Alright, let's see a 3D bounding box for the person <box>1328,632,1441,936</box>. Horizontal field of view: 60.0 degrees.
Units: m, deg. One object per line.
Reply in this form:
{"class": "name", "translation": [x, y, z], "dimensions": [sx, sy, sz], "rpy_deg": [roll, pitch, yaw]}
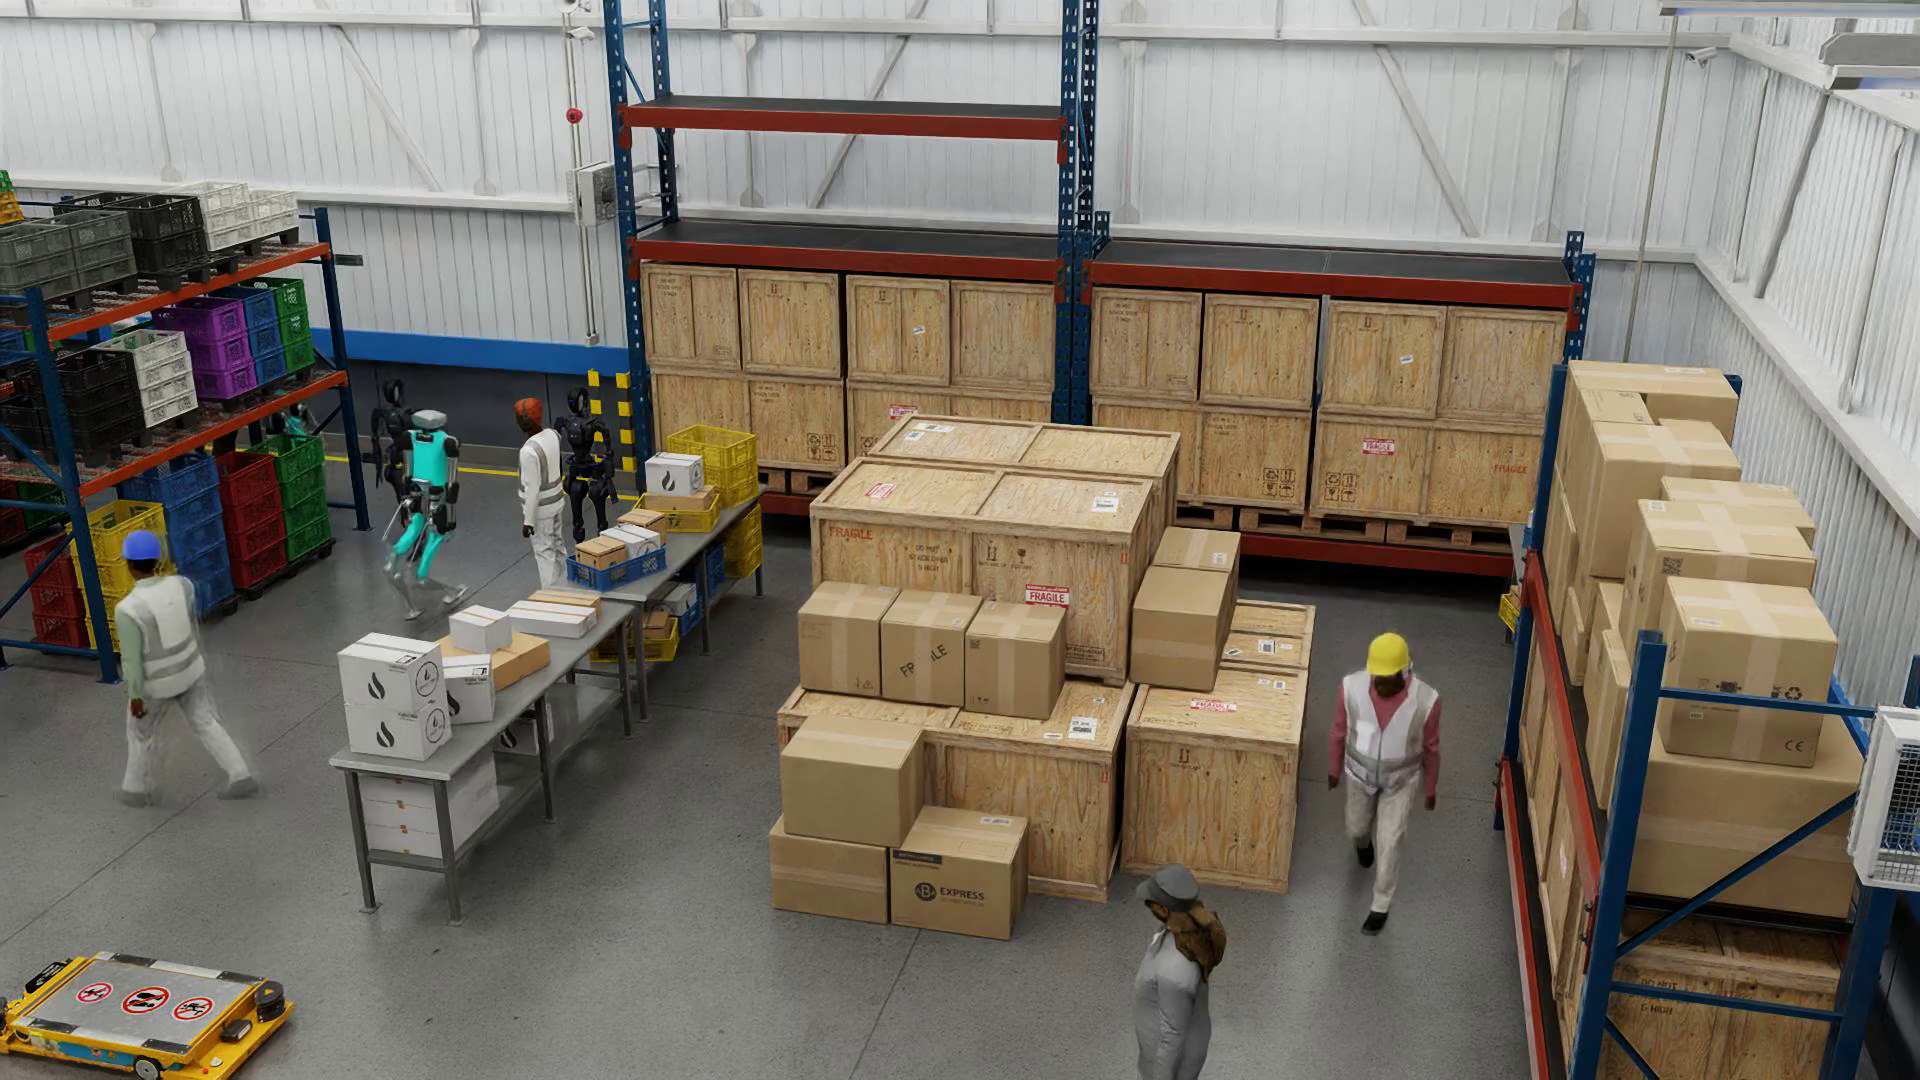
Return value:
{"class": "person", "translation": [2.421, 1.297, 9.514], "dimensions": [0.623, 1.797, 0.731], "rpy_deg": [9, 23, 22]}

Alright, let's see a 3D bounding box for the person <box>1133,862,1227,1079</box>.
{"class": "person", "translation": [0.925, 2.189, 7.220], "dimensions": [0.403, 1.763, 0.571], "rpy_deg": [5, 22, 13]}

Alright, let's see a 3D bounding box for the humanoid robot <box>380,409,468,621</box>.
{"class": "humanoid robot", "translation": [-4.339, -0.126, 13.299], "dimensions": [0.544, 1.726, 0.933], "rpy_deg": [8, 22, 19]}

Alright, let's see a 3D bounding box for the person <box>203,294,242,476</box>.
{"class": "person", "translation": [-7.174, -1.400, 16.229], "dimensions": [0.389, 2.039, 0.610], "rpy_deg": [0, 21, 1]}

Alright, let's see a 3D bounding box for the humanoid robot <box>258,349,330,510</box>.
{"class": "humanoid robot", "translation": [-6.263, -1.069, 15.880], "dimensions": [0.712, 1.857, 0.530], "rpy_deg": [7, 22, 17]}

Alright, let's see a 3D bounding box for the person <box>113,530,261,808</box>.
{"class": "person", "translation": [-5.058, 0.840, 10.594], "dimensions": [0.935, 1.886, 0.627], "rpy_deg": [7, 22, 19]}

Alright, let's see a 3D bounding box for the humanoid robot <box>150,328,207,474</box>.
{"class": "humanoid robot", "translation": [-7.741, -1.310, 16.516], "dimensions": [0.442, 1.625, 0.600], "rpy_deg": [17, 27, 38]}

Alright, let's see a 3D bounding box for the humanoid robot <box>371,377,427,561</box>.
{"class": "humanoid robot", "translation": [-4.947, -0.683, 14.920], "dimensions": [0.614, 1.641, 0.736], "rpy_deg": [2, 21, 5]}

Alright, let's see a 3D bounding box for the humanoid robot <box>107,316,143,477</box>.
{"class": "humanoid robot", "translation": [-8.339, -1.273, 16.444], "dimensions": [0.744, 1.885, 0.536], "rpy_deg": [-3, 21, -9]}

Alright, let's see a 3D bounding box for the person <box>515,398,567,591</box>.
{"class": "person", "translation": [-3.379, -0.244, 13.421], "dimensions": [0.356, 1.886, 0.573], "rpy_deg": [3, 21, 8]}

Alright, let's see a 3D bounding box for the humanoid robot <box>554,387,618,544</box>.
{"class": "humanoid robot", "translation": [-3.243, -0.530, 14.438], "dimensions": [0.599, 1.657, 0.315], "rpy_deg": [5, 22, 13]}

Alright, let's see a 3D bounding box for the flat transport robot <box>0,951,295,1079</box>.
{"class": "flat transport robot", "translation": [-4.270, 2.464, 8.601], "dimensions": [1.431, 0.231, 0.659], "rpy_deg": [5, 22, 13]}
